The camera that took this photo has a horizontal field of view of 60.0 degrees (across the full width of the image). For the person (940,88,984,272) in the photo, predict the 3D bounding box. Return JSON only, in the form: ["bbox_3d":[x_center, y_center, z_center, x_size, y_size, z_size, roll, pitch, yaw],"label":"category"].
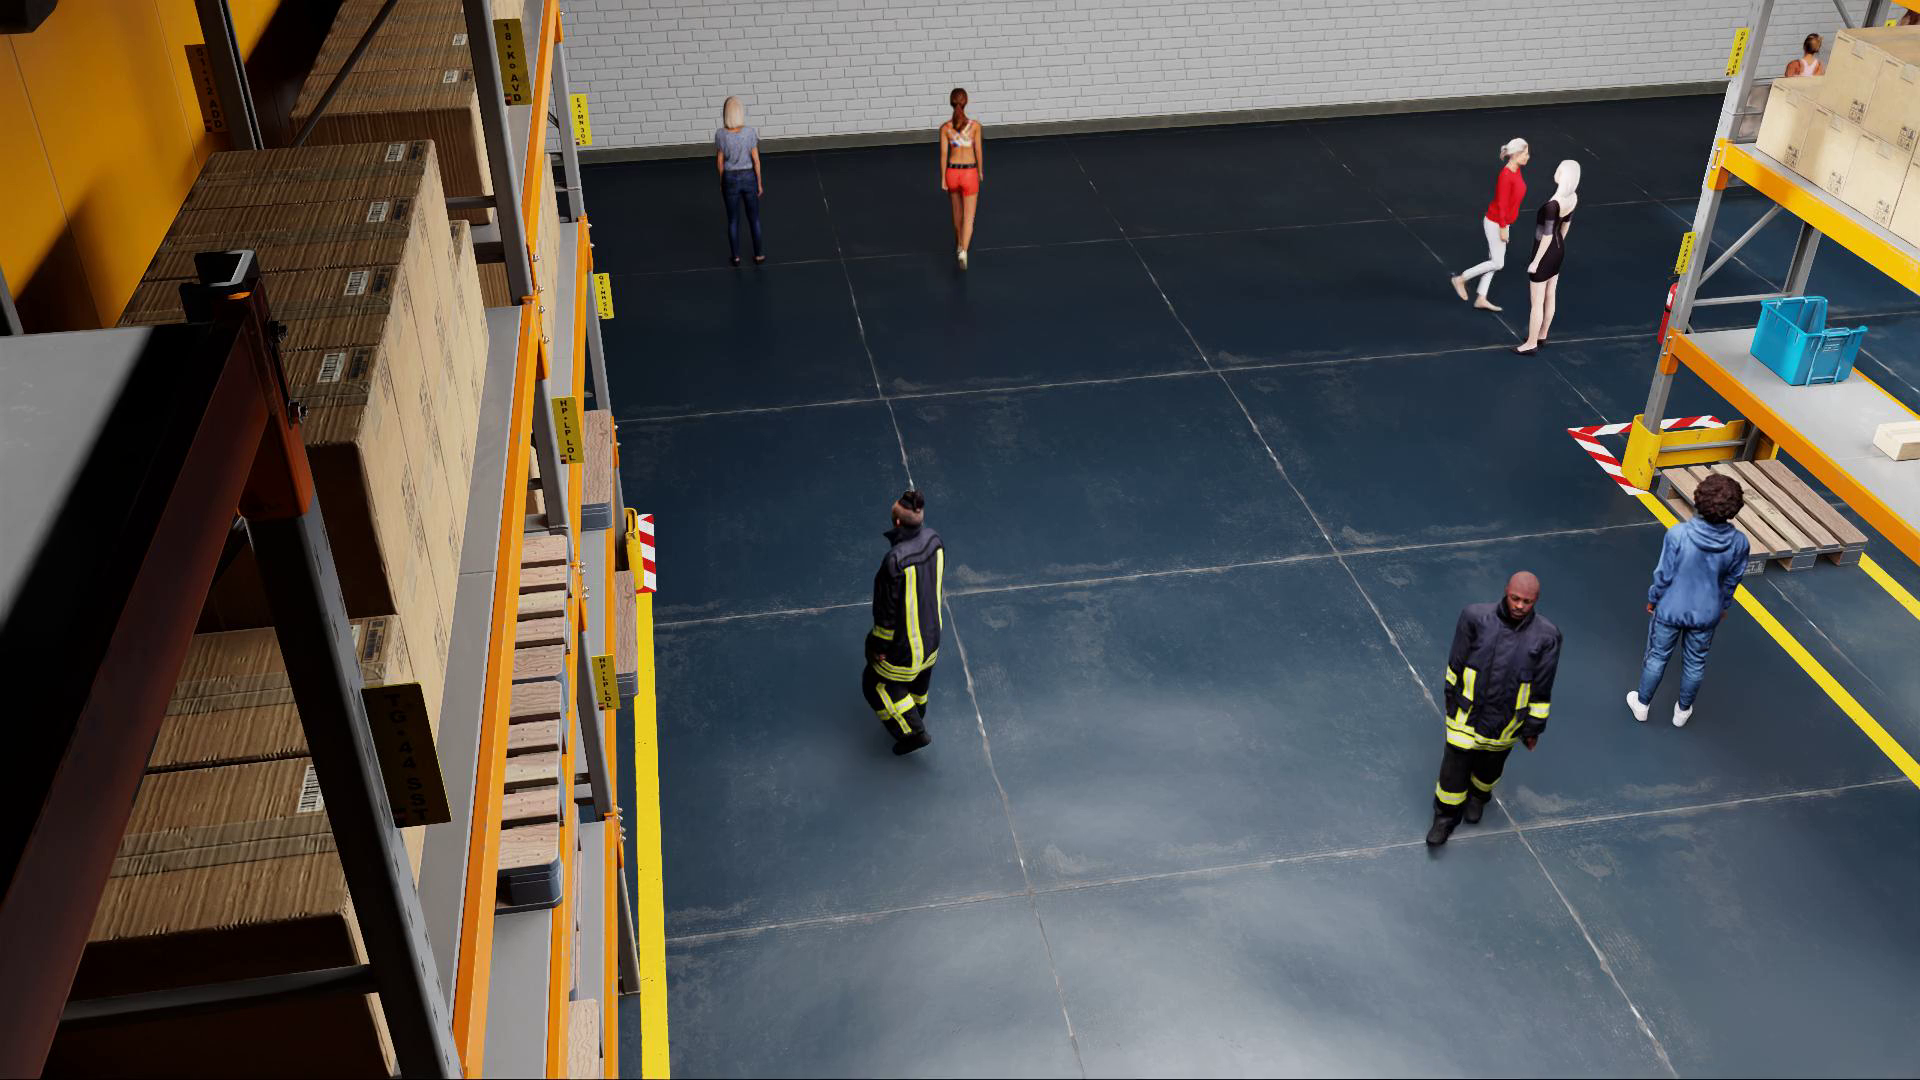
[{"bbox_3d":[0.024,-3.514,16.349,0.771,1.763,1.141,3,34,4],"label":"person"}]

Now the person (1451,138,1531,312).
[{"bbox_3d":[4.959,-2.940,15.560,0.841,1.680,0.791,21,39,28],"label":"person"}]

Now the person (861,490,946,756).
[{"bbox_3d":[-0.290,0.527,10.183,1.025,1.857,0.964,21,39,29],"label":"person"}]

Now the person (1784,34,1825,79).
[{"bbox_3d":[9.193,-4.727,18.307,0.604,1.614,1.053,-3,34,-5],"label":"person"}]

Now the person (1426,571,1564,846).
[{"bbox_3d":[3.119,0.883,9.693,1.021,1.806,1.111,14,36,20],"label":"person"}]

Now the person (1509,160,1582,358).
[{"bbox_3d":[5.230,-2.507,14.773,0.652,1.829,0.672,-28,43,-35],"label":"person"}]

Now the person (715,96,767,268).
[{"bbox_3d":[-2.174,-3.536,16.419,0.591,1.722,0.515,-4,34,-5],"label":"person"}]

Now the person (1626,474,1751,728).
[{"bbox_3d":[4.579,0.389,10.432,0.757,1.811,0.738,9,35,13],"label":"person"}]
